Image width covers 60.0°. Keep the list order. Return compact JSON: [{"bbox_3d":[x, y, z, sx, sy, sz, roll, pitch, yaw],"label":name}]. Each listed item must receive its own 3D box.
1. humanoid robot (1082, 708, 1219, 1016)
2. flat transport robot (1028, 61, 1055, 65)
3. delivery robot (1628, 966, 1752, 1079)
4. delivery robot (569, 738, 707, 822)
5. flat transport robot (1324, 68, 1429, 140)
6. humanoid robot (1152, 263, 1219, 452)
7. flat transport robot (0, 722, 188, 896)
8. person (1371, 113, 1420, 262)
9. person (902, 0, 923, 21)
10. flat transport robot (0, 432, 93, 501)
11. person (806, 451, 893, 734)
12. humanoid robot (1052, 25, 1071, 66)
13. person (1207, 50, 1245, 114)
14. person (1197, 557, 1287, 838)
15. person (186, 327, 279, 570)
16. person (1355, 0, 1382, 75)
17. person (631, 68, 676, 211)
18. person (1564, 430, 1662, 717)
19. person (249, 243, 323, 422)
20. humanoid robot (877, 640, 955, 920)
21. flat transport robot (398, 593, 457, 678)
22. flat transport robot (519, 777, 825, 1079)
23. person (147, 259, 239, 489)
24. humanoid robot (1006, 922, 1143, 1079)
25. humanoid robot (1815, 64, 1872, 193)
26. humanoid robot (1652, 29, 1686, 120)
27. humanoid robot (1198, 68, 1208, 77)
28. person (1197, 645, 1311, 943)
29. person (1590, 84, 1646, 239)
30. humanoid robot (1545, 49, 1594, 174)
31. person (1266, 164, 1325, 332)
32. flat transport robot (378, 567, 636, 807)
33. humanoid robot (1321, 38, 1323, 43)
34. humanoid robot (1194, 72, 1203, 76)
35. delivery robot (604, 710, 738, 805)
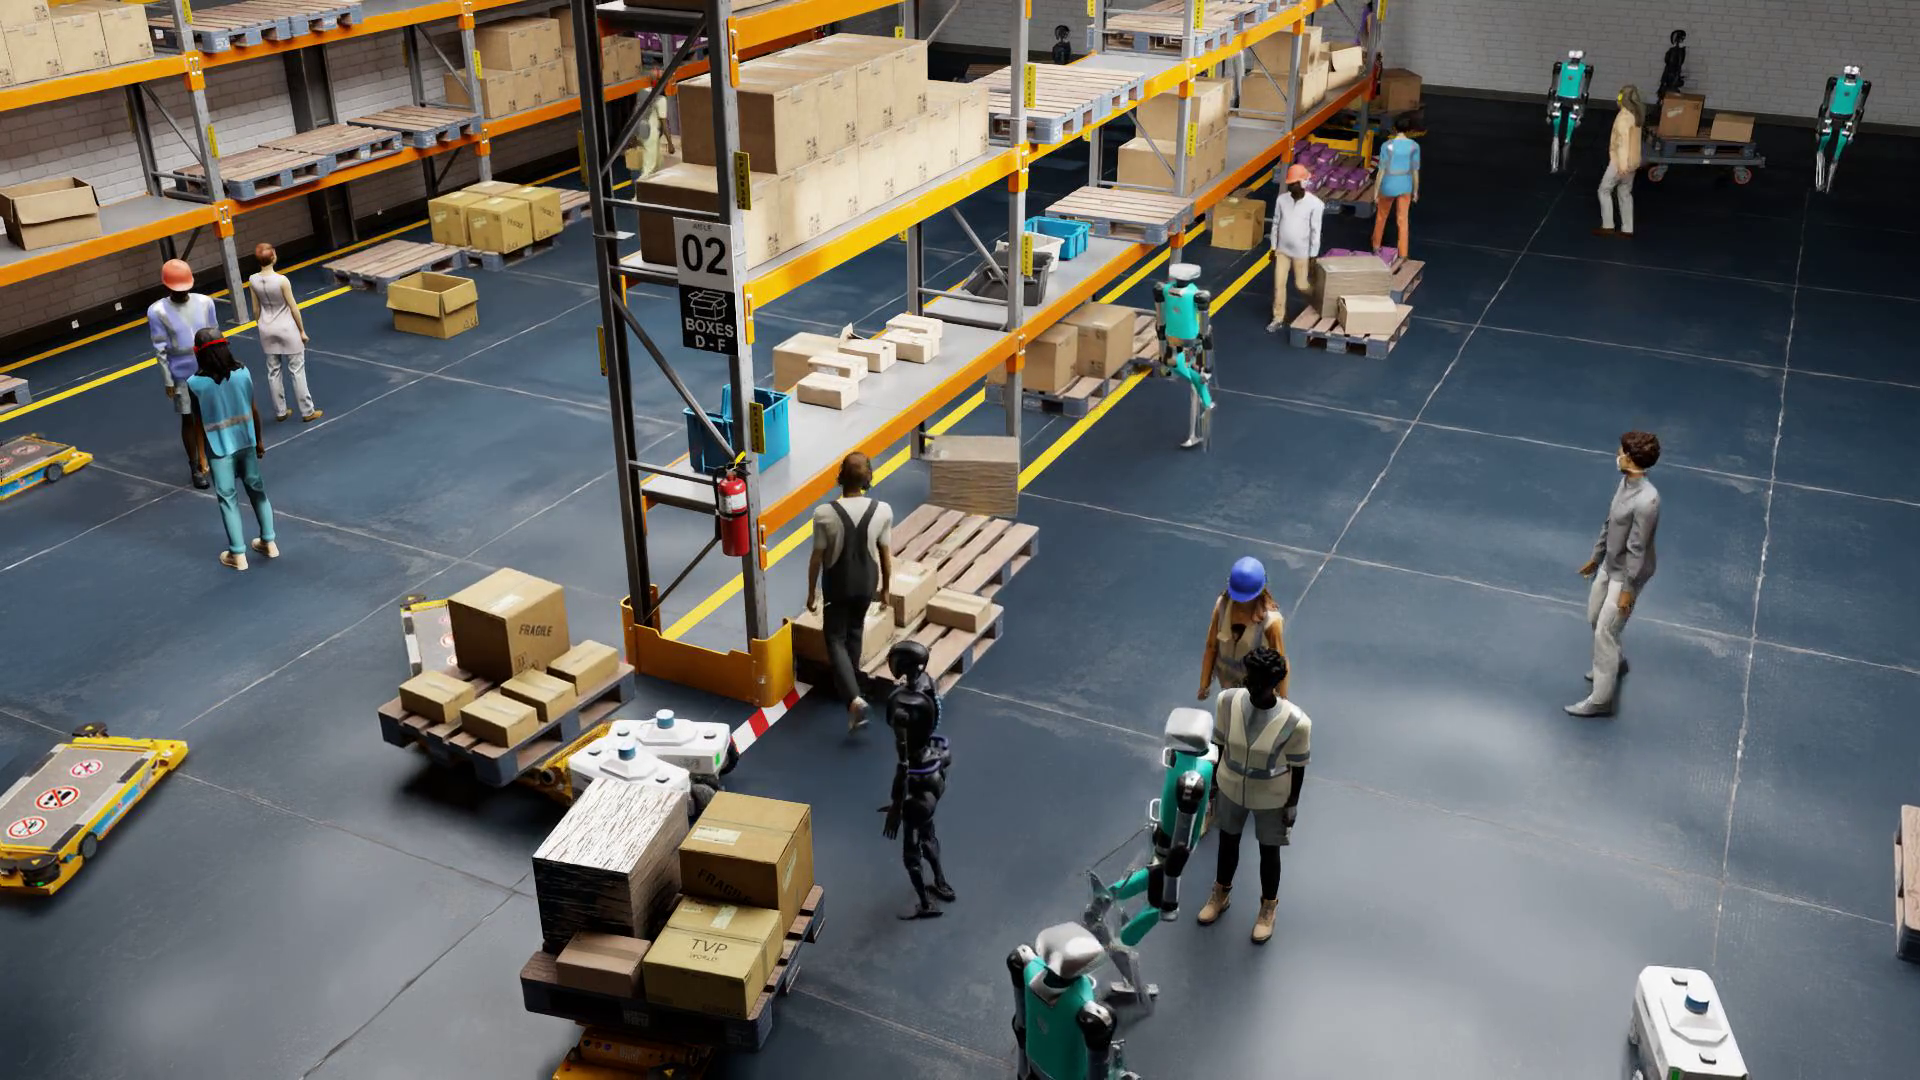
[{"bbox_3d":[0.823,1.589,7.936,0.724,1.828,0.563,4,27,7],"label":"humanoid robot"},{"bbox_3d":[1.212,-6.582,26.073,1.431,0.231,0.659,0,26,-1],"label":"flat transport robot"},{"bbox_3d":[3.373,2.358,7.713,0.499,0.613,0.816,4,27,7],"label":"delivery robot"},{"bbox_3d":[-1.889,1.423,9.565,0.776,0.580,0.499,16,30,28],"label":"delivery robot"},{"bbox_3d":[6.424,-6.400,25.706,1.431,0.231,0.659,21,33,36],"label":"flat transport robot"},{"bbox_3d":[2.014,-1.536,14.305,0.534,1.840,0.782,19,32,33],"label":"humanoid robot"},{"bbox_3d":[-5.180,1.541,9.666,0.659,0.231,1.431,3,26,6],"label":"flat transport robot"},{"bbox_3d":[5.116,-4.122,19.471,0.519,1.719,0.873,3,27,7],"label":"person"},{"bbox_3d":[-0.864,-9.481,30.171,0.360,1.830,0.514,3,27,7],"label":"person"},{"bbox_3d":[-8.035,-0.514,13.817,0.659,0.231,1.431,10,28,19],"label":"flat transport robot"},{"bbox_3d":[-0.668,0.333,10.384,0.553,1.799,0.812,-8,27,-16],"label":"person"},{"bbox_3d":[1.509,-6.967,25.250,0.342,1.650,0.600,-1,26,-1],"label":"humanoid robot"},{"bbox_3d":[3.854,-6.566,24.211,0.444,1.889,0.664,-22,34,-37],"label":"person"},{"bbox_3d":[1.619,0.836,9.456,0.910,1.710,0.482,-23,34,-38],"label":"person"},{"bbox_3d":[-5.418,-0.677,12.359,0.395,1.862,0.504,19,32,33],"label":"person"},{"bbox_3d":[6.769,-8.079,27.293,1.030,1.870,0.546,9,28,18],"label":"person"},{"bbox_3d":[-3.944,-5.174,21.500,0.810,1.796,0.583,-18,32,-32],"label":"person"},{"bbox_3d":[4.210,0.206,10.564,0.535,1.871,0.606,0,26,1],"label":"person"},{"bbox_3d":[-6.103,-1.860,14.964,0.442,1.661,0.285,3,27,6],"label":"person"},{"bbox_3d":[-0.210,1.247,8.679,0.355,1.645,0.590,6,27,12],"label":"humanoid robot"},{"bbox_3d":[-3.414,0.729,11.306,0.659,0.231,1.431,-10,28,-19],"label":"flat transport robot"},{"bbox_3d":[-1.409,2.228,8.277,0.659,0.231,1.431,7,27,13],"label":"flat transport robot"},{"bbox_3d":[-6.291,-1.379,13.696,0.370,1.927,0.542,24,35,39],"label":"person"},{"bbox_3d":[0.591,2.196,6.743,1.029,1.762,0.540,-20,33,-34],"label":"humanoid robot"},{"bbox_3d":[11.691,-5.423,22.205,0.549,1.895,0.732,11,29,22],"label":"humanoid robot"},{"bbox_3d":[10.684,-6.782,24.893,0.415,1.649,0.608,1,26,2],"label":"humanoid robot"},{"bbox_3d":[3.409,-5.866,23.069,0.615,1.631,0.590,20,33,35],"label":"humanoid robot"},{"bbox_3d":[1.505,1.296,8.550,0.539,1.696,0.316,15,30,27],"label":"person"},{"bbox_3d":[8.119,-4.612,20.316,0.592,1.840,0.577,24,35,39],"label":"person"},{"bbox_3d":[8.444,-5.880,23.133,0.555,1.911,0.710,13,29,24],"label":"humanoid robot"},{"bbox_3d":[3.484,-3.046,17.284,0.583,1.717,0.643,20,33,35],"label":"person"},{"bbox_3d":[-2.682,1.222,10.309,1.431,0.231,0.659,15,30,28],"label":"flat transport robot"},{"bbox_3d":[5.088,-6.667,24.674,0.515,1.631,0.591,7,27,13],"label":"humanoid robot"},{"bbox_3d":[3.348,-6.742,24.786,0.649,1.834,0.543,-2,26,-3],"label":"humanoid robot"},{"bbox_3d":[-1.708,1.291,9.862,0.806,0.608,0.499,1,26,3],"label":"delivery robot"}]
